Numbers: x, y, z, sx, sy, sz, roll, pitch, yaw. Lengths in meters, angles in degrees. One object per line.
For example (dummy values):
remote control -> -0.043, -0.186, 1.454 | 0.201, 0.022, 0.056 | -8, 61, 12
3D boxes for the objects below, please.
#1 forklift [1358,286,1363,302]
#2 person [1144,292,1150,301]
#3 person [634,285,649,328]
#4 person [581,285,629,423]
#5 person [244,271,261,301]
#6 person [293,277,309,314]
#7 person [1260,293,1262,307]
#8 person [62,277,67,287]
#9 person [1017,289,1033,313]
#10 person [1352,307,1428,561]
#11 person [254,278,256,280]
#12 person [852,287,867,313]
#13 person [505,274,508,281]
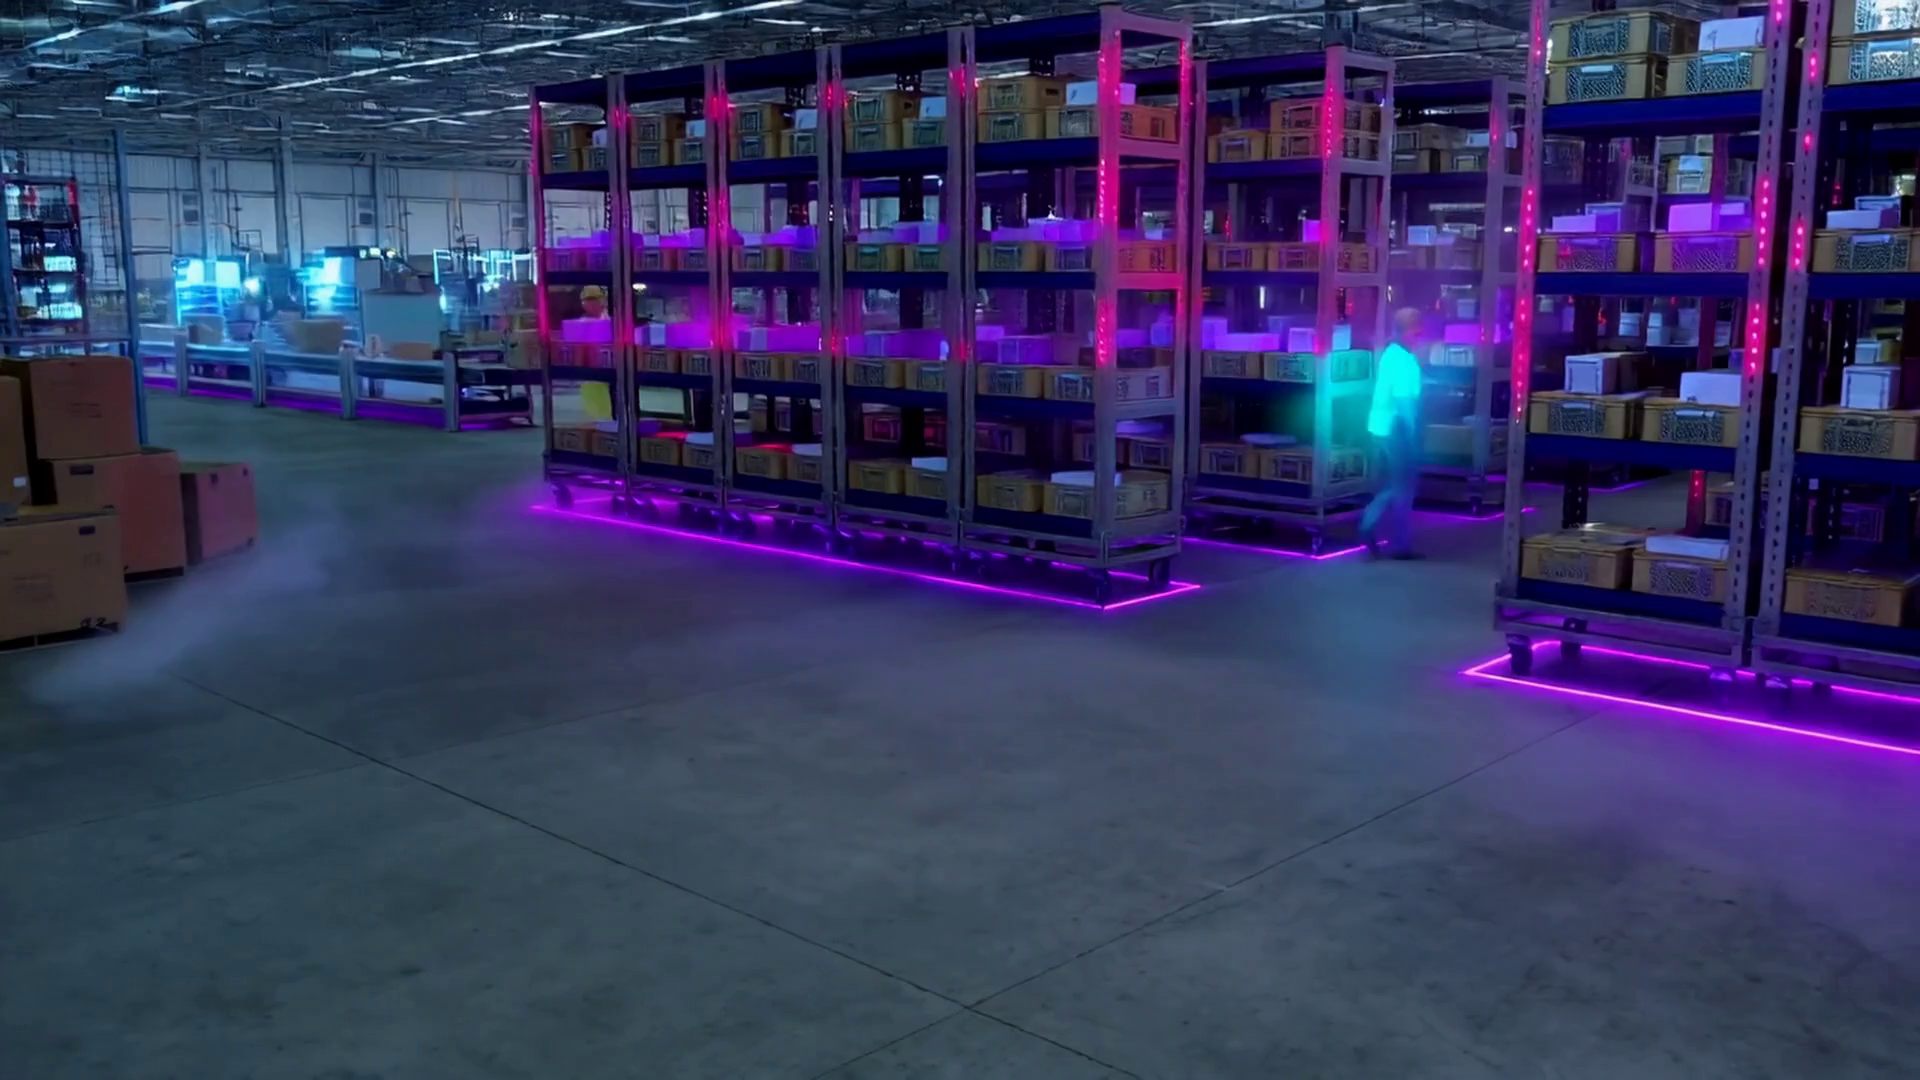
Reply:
forklift -> 11.100, -7.017, 46.970 | 1.873, 2.768, 1.129 | 9, 13, 43
person -> 7.015, -9.023, 62.881 | 0.318, 1.695, 0.539 | 1, 9, 4
person -> -7.575, -5.162, 39.143 | 0.522, 1.726, 0.905 | -4, 10, -21
person -> -4.075, -1.949, 18.920 | 0.571, 1.896, 0.645 | -8, 12, -39
person -> -26.913, -9.241, 63.306 | 0.611, 1.997, 0.375 | -3, 10, -20
person -> -24.251, -8.829, 61.239 | 0.506, 1.847, 0.384 | -1, 9, -5
person -> 10.030, -8.222, 57.469 | 0.964, 1.855, 0.637 | -8, 12, -41
person -> -39.727, -10.873, 73.797 | 0.430, 1.841, 0.624 | -7, 12, -36
person -> 1.057, -2.932, 25.217 | 0.612, 1.804, 0.485 | 9, 13, 43
person -> 3.080, -0.731, 11.724 | 0.489, 1.810, 0.625 | 1, 9, 6
person -> -27.594, -9.370, 64.955 | 0.339, 1.722, 0.572 | -3, 10, -18
person -> -2.856, -6.381, 46.308 | 0.607, 1.817, 0.609 | -8, 12, -40
person -> -24.618, -13.586, 90.487 | 0.847, 1.823, 0.514 | -1, 9, -3
